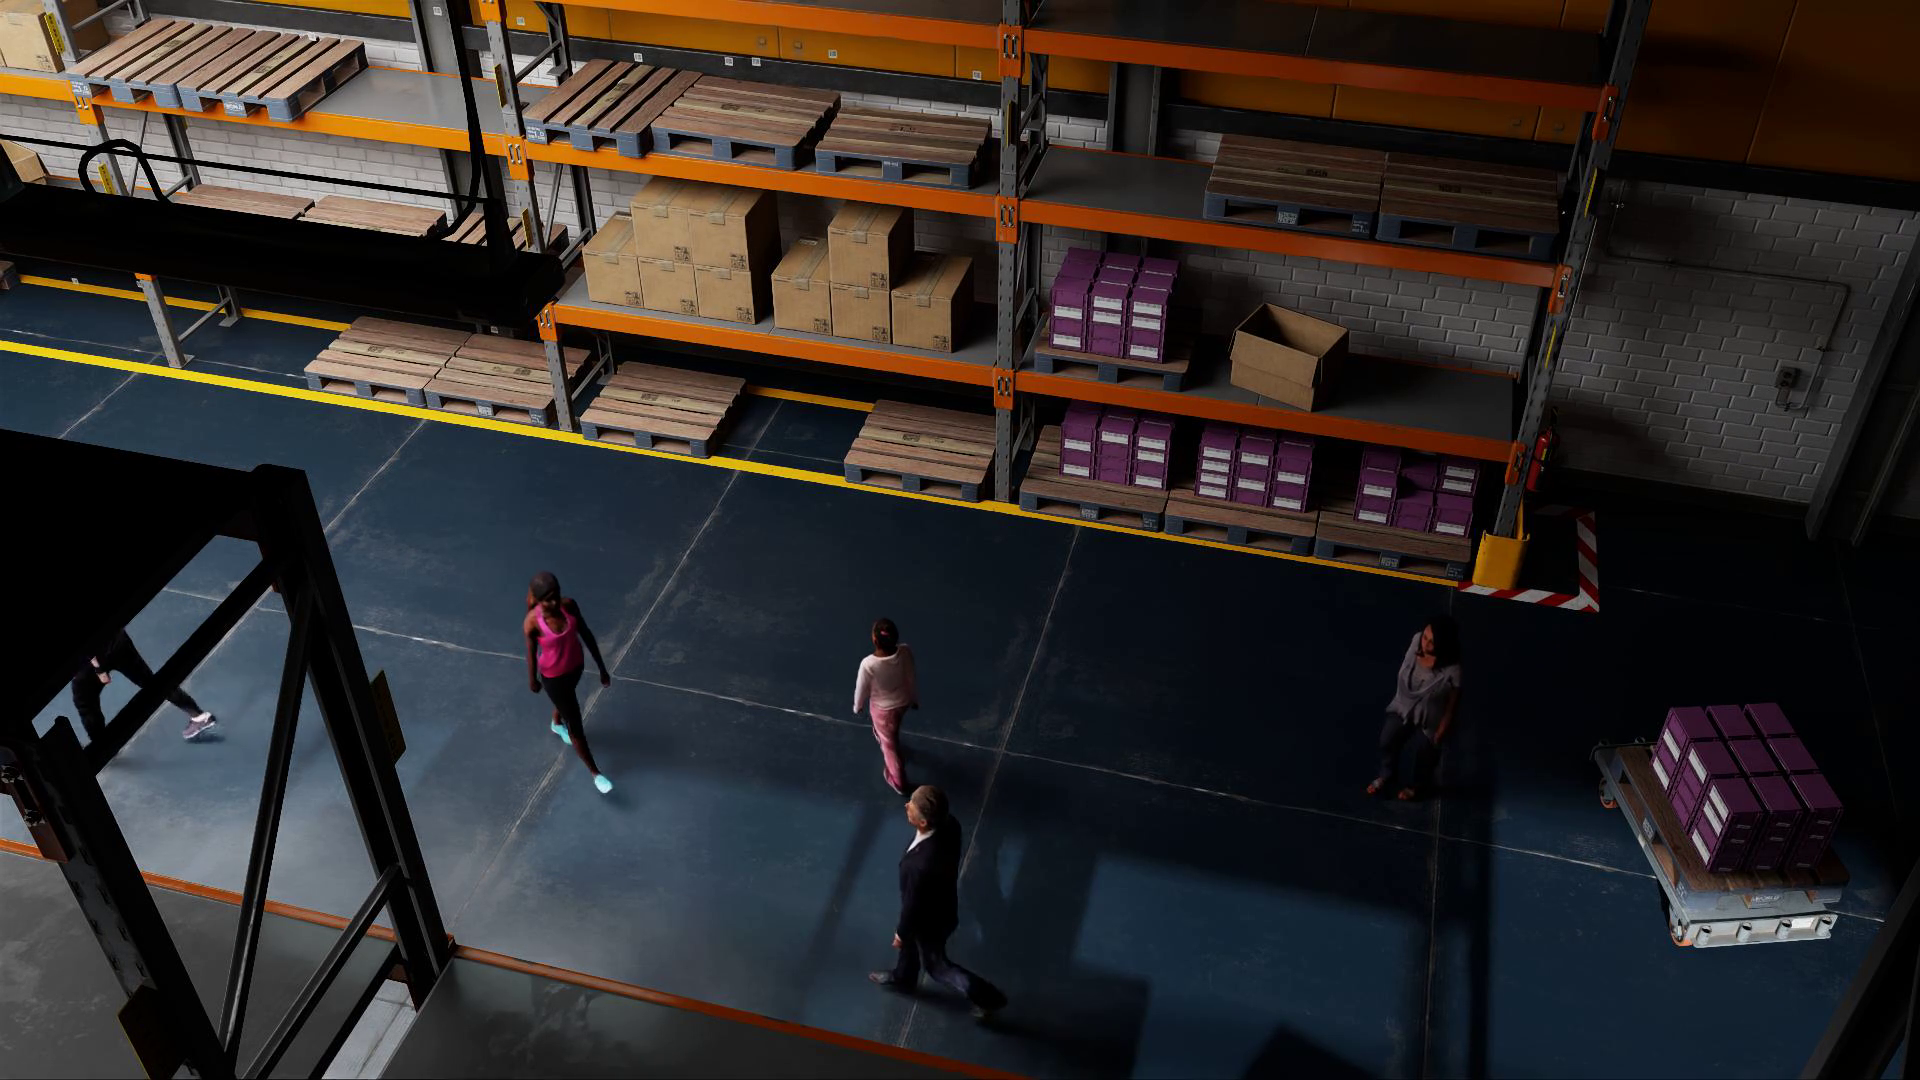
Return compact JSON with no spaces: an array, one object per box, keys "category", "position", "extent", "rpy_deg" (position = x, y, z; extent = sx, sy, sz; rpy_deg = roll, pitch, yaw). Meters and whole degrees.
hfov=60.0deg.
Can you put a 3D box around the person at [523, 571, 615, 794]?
[{"category":"person","position":[-2.720,0.837,11.219],"extent":[0.960,1.664,1.209],"rpy_deg":[-32,48,-33]}]

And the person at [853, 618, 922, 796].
[{"category":"person","position":[-0.432,1.120,11.053],"extent":[0.880,1.429,0.938],"rpy_deg":[-19,43,-23]}]

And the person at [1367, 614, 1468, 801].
[{"category":"person","position":[3.124,1.074,10.975],"extent":[0.869,1.598,0.806],"rpy_deg":[-24,45,-27]}]

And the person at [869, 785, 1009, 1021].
[{"category":"person","position":[-0.100,2.124,9.510],"extent":[1.116,1.786,0.712],"rpy_deg":[7,39,9]}]
